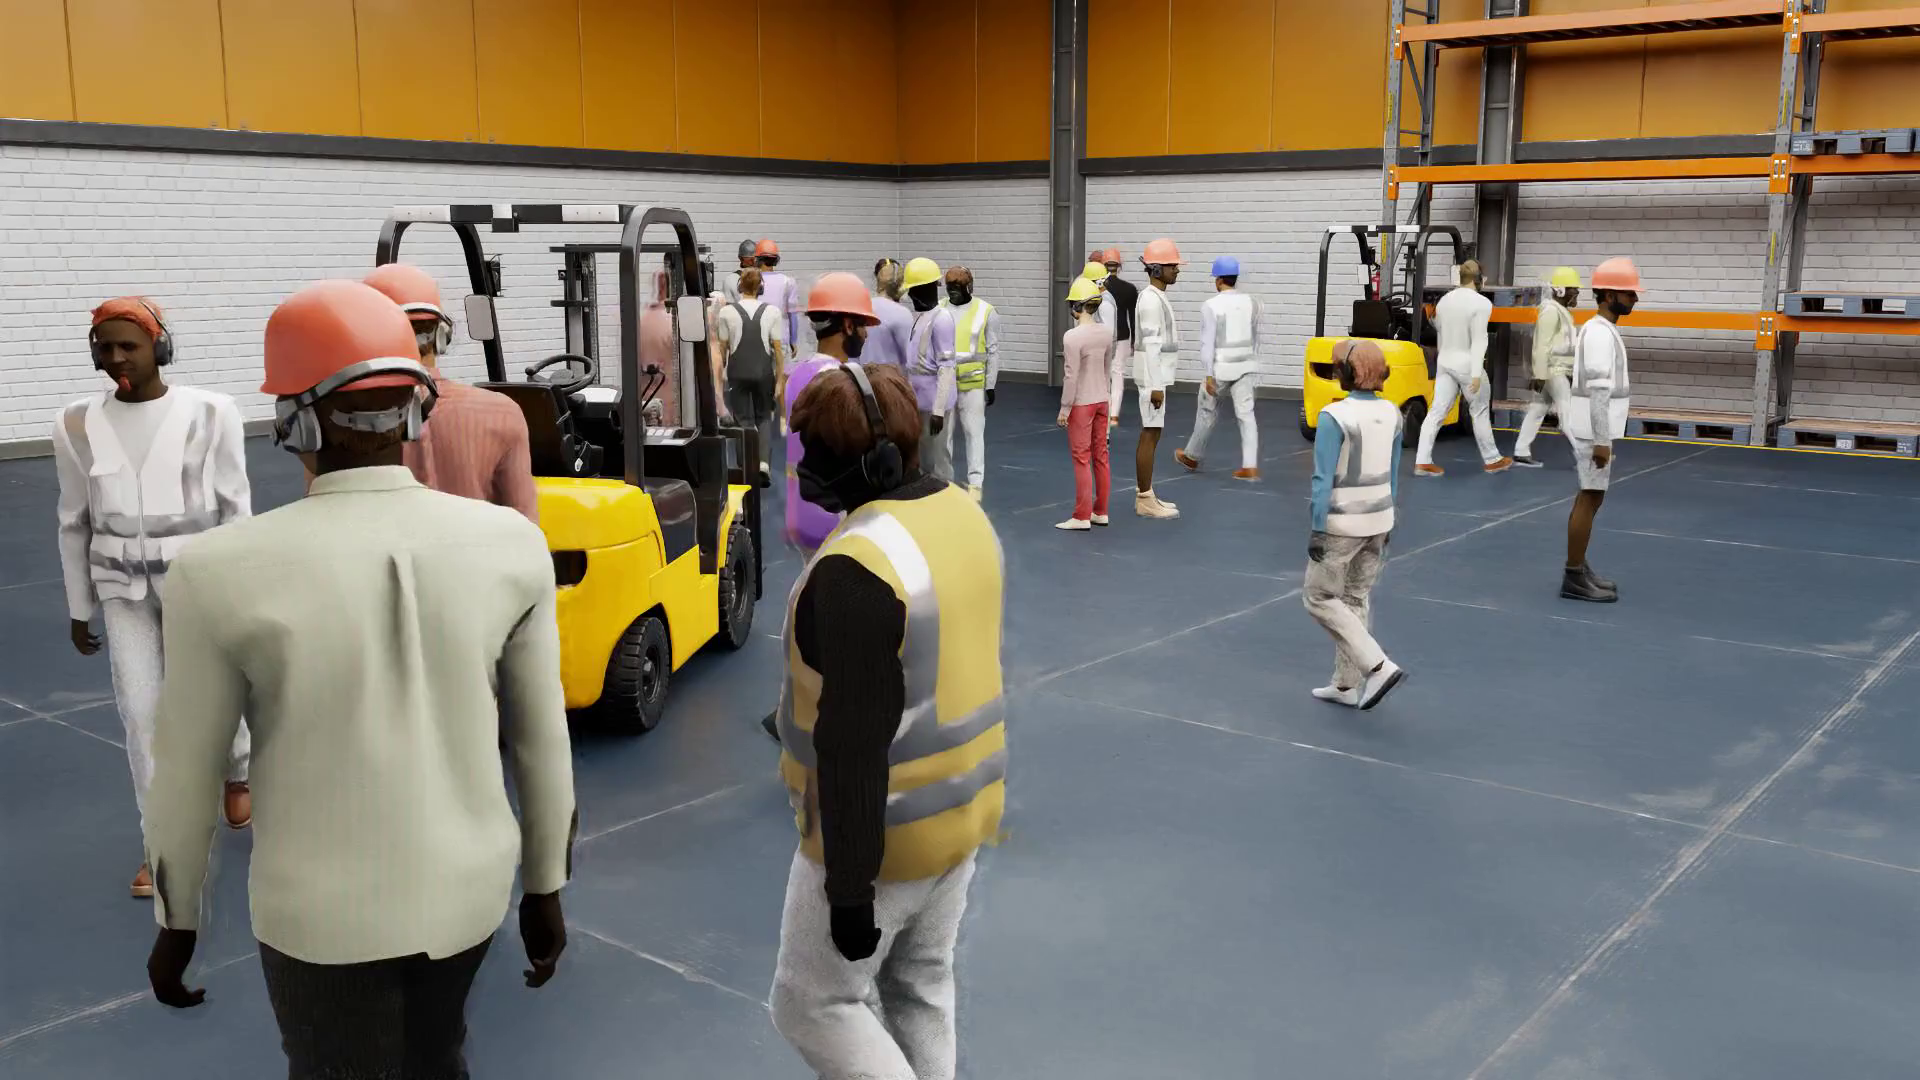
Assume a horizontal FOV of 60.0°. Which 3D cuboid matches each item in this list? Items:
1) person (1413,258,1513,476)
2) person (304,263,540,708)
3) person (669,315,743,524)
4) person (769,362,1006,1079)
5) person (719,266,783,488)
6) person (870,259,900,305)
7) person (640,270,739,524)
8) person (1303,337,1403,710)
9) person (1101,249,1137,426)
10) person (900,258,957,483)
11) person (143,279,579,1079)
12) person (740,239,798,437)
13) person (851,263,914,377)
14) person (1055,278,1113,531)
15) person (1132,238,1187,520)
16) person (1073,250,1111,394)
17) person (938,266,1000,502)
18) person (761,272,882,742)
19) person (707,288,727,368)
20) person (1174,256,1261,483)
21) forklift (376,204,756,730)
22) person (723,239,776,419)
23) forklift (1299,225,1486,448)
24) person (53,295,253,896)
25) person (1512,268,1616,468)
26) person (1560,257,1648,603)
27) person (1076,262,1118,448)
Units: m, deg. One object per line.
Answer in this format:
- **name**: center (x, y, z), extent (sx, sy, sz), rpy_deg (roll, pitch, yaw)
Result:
- **person**: center (4.355, -1.483, 14.388), extent (1.043, 1.877, 0.642), rpy_deg (-5, 12, -28)
- **person**: center (-1.523, 0.211, 4.731), extent (0.641, 1.959, 0.772), rpy_deg (-5, 11, -27)
- **person**: center (-1.639, -0.692, 10.681), extent (0.614, 1.615, 0.541), rpy_deg (5, 12, 27)
- **person**: center (-0.132, 0.562, 3.228), extent (0.449, 1.819, 0.614), rpy_deg (6, 12, 28)
- **person**: center (-1.706, -1.286, 13.436), extent (0.537, 1.830, 0.414), rpy_deg (-2, 10, -12)
- **person**: center (-0.705, -1.678, 15.494), extent (0.327, 1.863, 0.514), rpy_deg (-9, 14, -41)
- **person**: center (-1.784, -0.838, 10.844), extent (0.951, 1.857, 0.653), rpy_deg (-7, 13, -36)
- **person**: center (1.712, -0.048, 7.110), extent (0.530, 1.622, 0.464), rpy_deg (-8, 13, -37)
- **person**: center (1.676, -2.250, 18.462), extent (0.637, 1.934, 1.049), rpy_deg (0, 10, -2)
- **person**: center (-0.213, -0.922, 11.151), extent (0.380, 1.917, 0.585), rpy_deg (-3, 11, -16)
- **person**: center (-0.994, 0.569, 2.751), extent (0.625, 1.970, 0.707), rpy_deg (-10, 14, -43)
- **person**: center (-1.981, -2.075, 17.188), extent (0.615, 2.043, 0.372), rpy_deg (-4, 11, -21)
- **person**: center (-0.493, -1.053, 12.024), extent (1.026, 1.872, 0.617), rpy_deg (-6, 12, -31)
- **person**: center (0.871, -0.947, 11.705), extent (0.314, 1.769, 0.524), rpy_deg (8, 13, 39)
- **person**: center (1.456, -1.179, 12.225), extent (0.377, 2.045, 0.605), rpy_deg (1, 10, 6)
- **person**: center (1.723, -2.660, 20.800), extent (0.641, 1.913, 0.407), rpy_deg (7, 12, 32)
- **person**: center (-0.011, -1.210, 12.973), extent (0.621, 1.838, 0.429), rpy_deg (3, 11, 17)
- **person**: center (-0.488, -0.046, 6.305), extent (0.495, 1.914, 0.577), rpy_deg (-5, 11, -26)
- **person**: center (-2.703, -1.984, 17.149), extent (0.601, 1.893, 0.868), rpy_deg (-2, 10, -12)
- **person**: center (2.253, -1.469, 14.233), extent (0.617, 1.891, 1.005), rpy_deg (-4, 11, -23)
- **forklift**: center (-1.766, -0.406, 7.525), extent (1.214, 2.155, 2.313), rpy_deg (1, 10, 7)
- **person**: center (-2.380, -2.369, 18.825), extent (0.682, 2.000, 0.537), rpy_deg (-5, 11, -25)
- **forklift**: center (4.449, -2.115, 16.993), extent (1.214, 2.155, 2.313), rpy_deg (8, 13, 38)
- **person**: center (-2.536, 0.157, 5.314), extent (0.585, 1.870, 0.582), rpy_deg (-1, 10, -8)
- **person**: center (5.355, -1.498, 14.692), extent (0.912, 1.781, 0.623), rpy_deg (5, 12, 27)
- **person**: center (3.646, -0.621, 9.425), extent (0.371, 1.935, 0.552), rpy_deg (3, 11, 18)
- **person**: center (1.333, -1.811, 16.334), extent (0.403, 1.825, 0.586), rpy_deg (-1, 10, -7)
